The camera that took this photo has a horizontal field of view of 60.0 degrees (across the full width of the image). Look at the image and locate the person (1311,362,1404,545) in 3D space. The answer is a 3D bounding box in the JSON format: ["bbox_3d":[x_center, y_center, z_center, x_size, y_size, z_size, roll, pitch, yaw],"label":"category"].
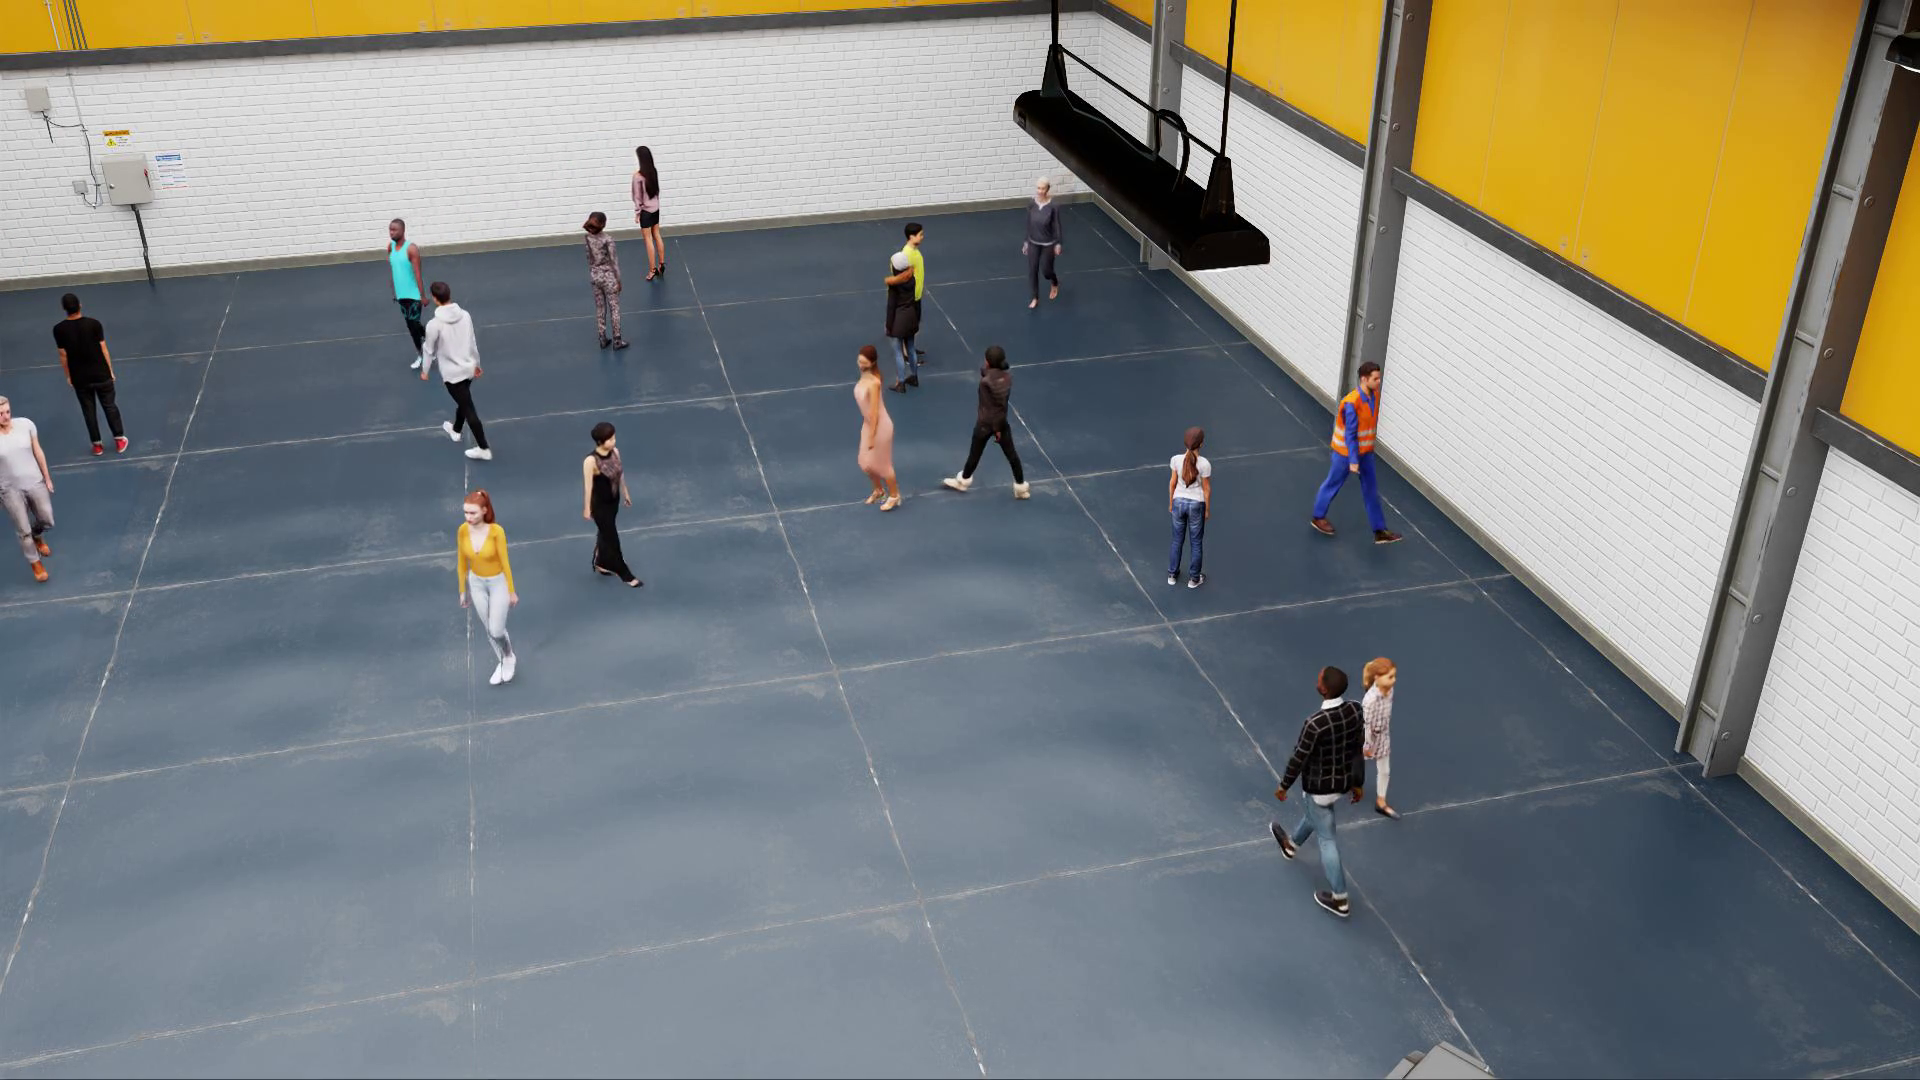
[{"bbox_3d":[3.641,-0.835,15.741,1.040,1.811,1.292,-21,35,-34],"label":"person"}]

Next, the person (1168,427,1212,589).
[{"bbox_3d":[2.072,-0.313,15.044,0.622,1.563,0.668,12,31,21],"label":"person"}]

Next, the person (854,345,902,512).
[{"bbox_3d":[-0.756,-1.089,16.222,0.722,1.797,0.656,-7,29,-12],"label":"person"}]

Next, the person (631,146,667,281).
[{"bbox_3d":[-4.147,-4.368,22.220,0.741,1.811,0.685,16,32,27],"label":"person"}]

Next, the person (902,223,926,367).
[{"bbox_3d":[-0.585,-2.932,19.695,0.743,1.708,0.566,2,29,3],"label":"person"}]

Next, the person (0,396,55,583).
[{"bbox_3d":[-8.590,-0.512,15.154,0.921,1.808,1.006,-24,37,-37],"label":"person"}]

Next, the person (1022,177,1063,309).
[{"bbox_3d":[1.086,-3.852,21.379,0.838,1.711,0.899,13,31,23],"label":"person"}]

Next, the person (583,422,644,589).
[{"bbox_3d":[-3.286,-0.343,15.090,1.003,1.572,0.962,14,32,24],"label":"person"}]

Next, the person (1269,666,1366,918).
[{"bbox_3d":[2.515,1.714,11.110,0.930,1.772,1.249,-16,33,-27],"label":"person"}]

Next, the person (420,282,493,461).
[{"bbox_3d":[-5.146,-1.719,17.295,1.238,1.876,1.125,17,33,28],"label":"person"}]

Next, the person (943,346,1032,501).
[{"bbox_3d":[0.243,-1.202,16.576,0.987,1.657,1.221,-18,33,-29],"label":"person"}]

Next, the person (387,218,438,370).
[{"bbox_3d":[-6.396,-2.912,19.562,0.813,1.800,0.872,15,32,25],"label":"person"}]

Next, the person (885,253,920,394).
[{"bbox_3d":[-0.652,-2.486,18.956,0.768,1.631,0.729,21,35,33],"label":"person"}]

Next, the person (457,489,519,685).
[{"bbox_3d":[-3.813,0.362,13.624,0.702,1.739,0.722,6,29,10],"label":"person"}]

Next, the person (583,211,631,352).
[{"bbox_3d":[-4.294,-3.135,20.061,0.678,1.713,0.733,14,31,23],"label":"person"}]

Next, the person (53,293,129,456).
[{"bbox_3d":[-9.142,-1.741,17.462,0.640,1.755,0.574,-11,30,-19],"label":"person"}]
